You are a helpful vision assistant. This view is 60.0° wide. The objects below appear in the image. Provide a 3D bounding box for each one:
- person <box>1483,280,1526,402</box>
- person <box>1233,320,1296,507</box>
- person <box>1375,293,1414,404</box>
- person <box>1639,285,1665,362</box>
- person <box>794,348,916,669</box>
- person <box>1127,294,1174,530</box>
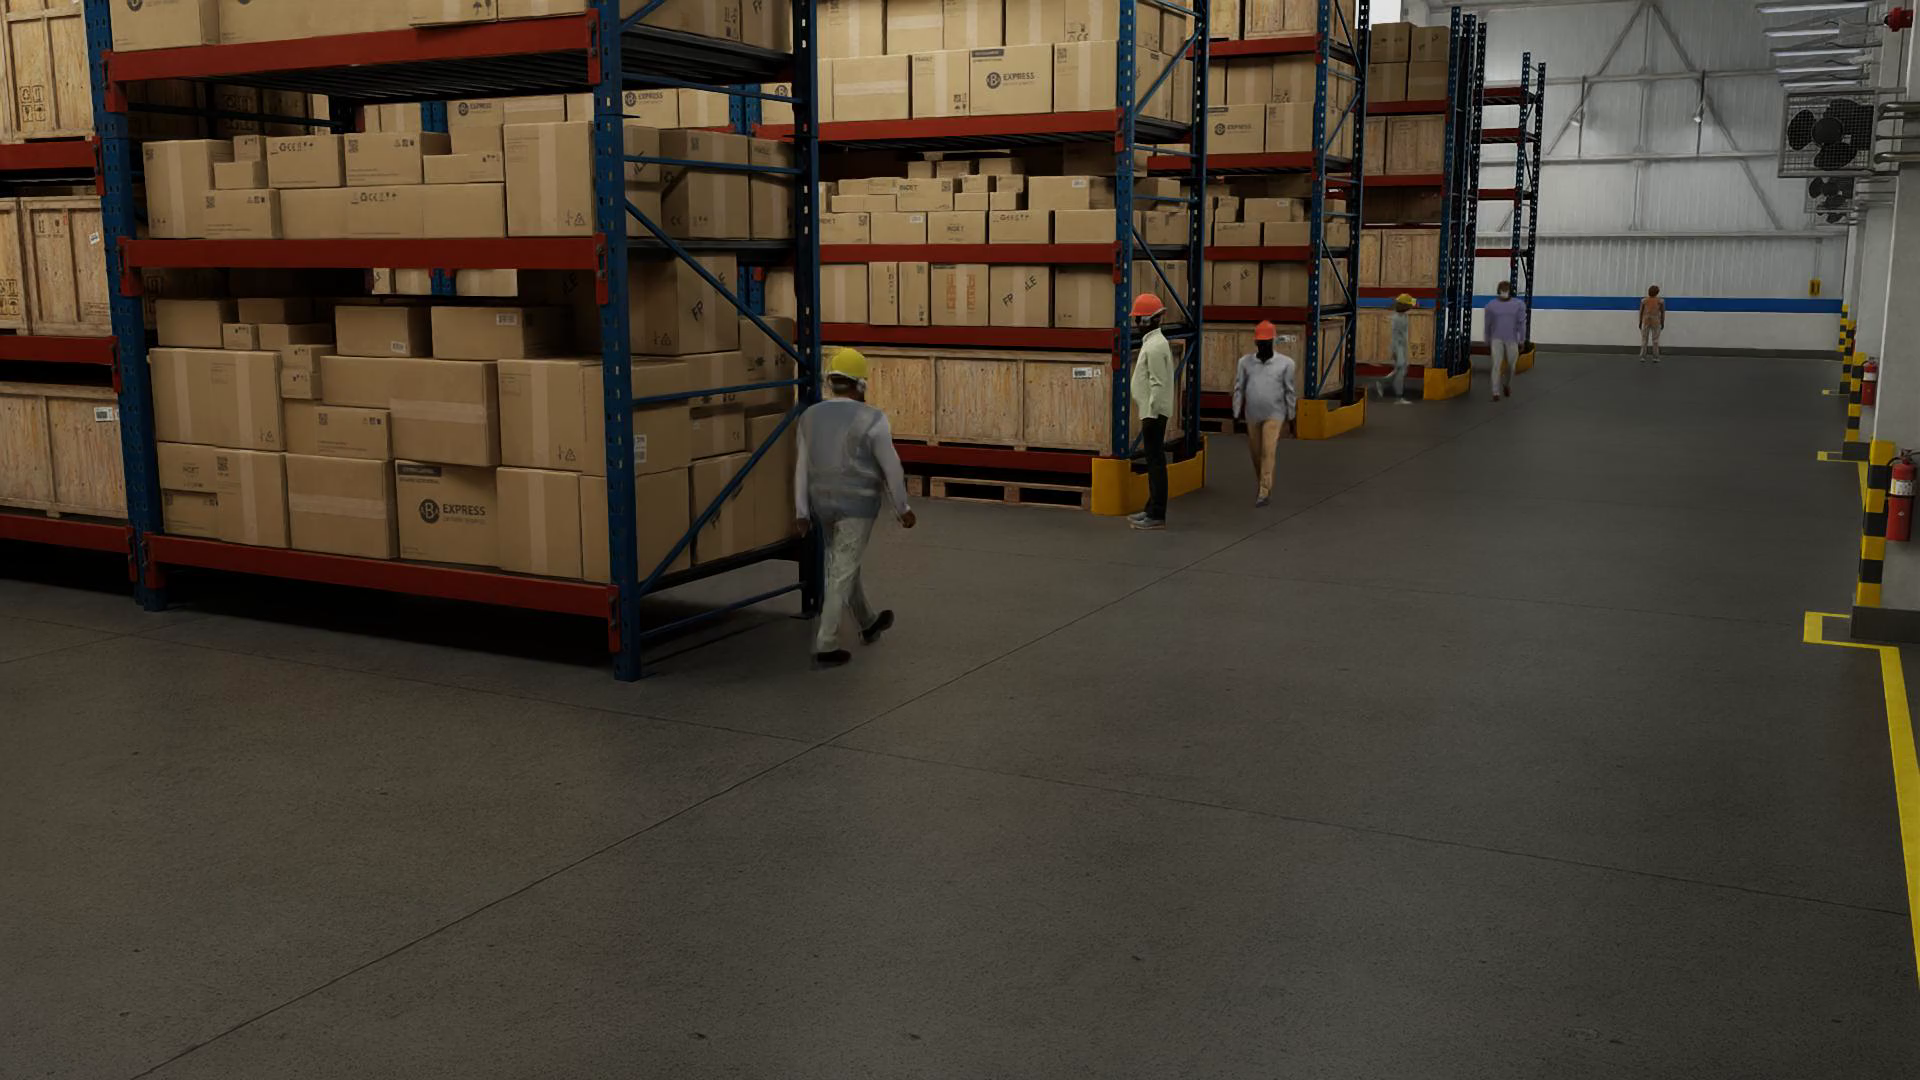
[{"bbox_3d":[8.563,-3.137,26.196,0.664,1.919,0.578,2,10,14],"label":"person"},{"bbox_3d":[2.857,-1.201,15.568,0.575,1.724,0.816,5,11,25],"label":"person"},{"bbox_3d":[6.735,-2.958,25.731,0.575,1.715,0.524,7,12,34],"label":"person"},{"bbox_3d":[14.771,-4.610,35.525,0.522,1.638,0.311,6,11,30],"label":"person"},{"bbox_3d":[-0.591,-0.200,9.571,0.608,1.780,0.932,7,12,34],"label":"person"},{"bbox_3d":[1.606,-1.076,14.051,0.392,1.990,0.612,1,10,6],"label":"person"}]
